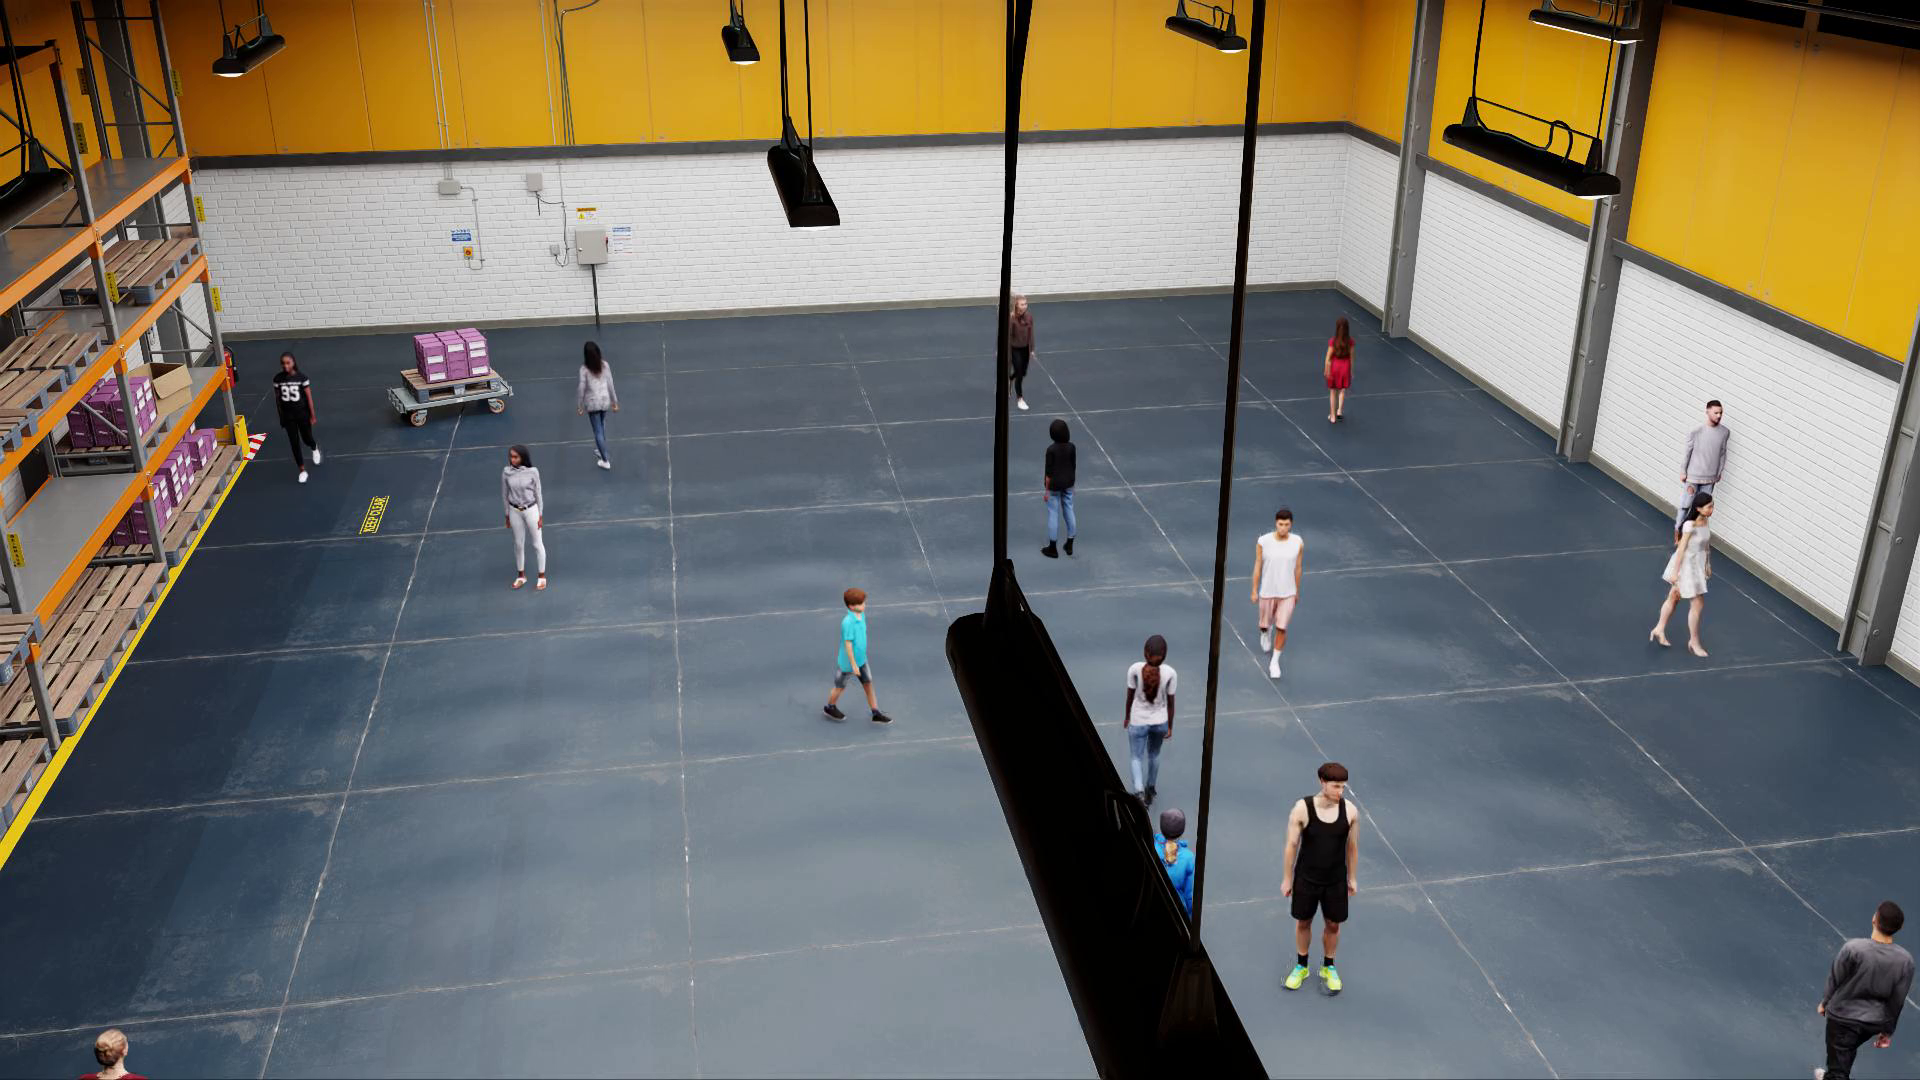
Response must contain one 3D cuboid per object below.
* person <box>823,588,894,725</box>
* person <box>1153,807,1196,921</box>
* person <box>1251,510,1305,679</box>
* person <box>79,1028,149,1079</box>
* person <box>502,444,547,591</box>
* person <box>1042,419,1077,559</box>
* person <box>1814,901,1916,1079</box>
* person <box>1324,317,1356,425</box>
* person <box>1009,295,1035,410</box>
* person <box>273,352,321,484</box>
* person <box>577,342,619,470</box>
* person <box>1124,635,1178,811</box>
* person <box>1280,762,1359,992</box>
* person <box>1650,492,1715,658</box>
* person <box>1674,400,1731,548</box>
[{"bbox_3d":[-1.094,1.121,15.936,0.966,1.418,0.928,14,27,29],"label":"person"},{"bbox_3d":[1.419,2.726,11.810,0.783,1.782,0.848,7,25,16],"label":"person"},{"bbox_3d":[3.243,0.486,16.953,0.834,1.767,1.074,3,24,6],"label":"person"},{"bbox_3d":[-4.940,3.659,9.839,0.692,1.652,1.060,-2,24,-4],"label":"person"},{"bbox_3d":[-4.904,-0.275,18.750,0.640,1.722,0.598,2,24,5],"label":"person"},{"bbox_3d":[1.177,-0.608,19.539,0.627,1.701,0.613,-10,26,-22],"label":"person"},{"bbox_3d":[5.857,3.181,10.839,0.865,1.727,1.234,3,24,7],"label":"person"},{"bbox_3d":[5.461,-2.417,23.878,0.613,1.540,0.667,0,24,0],"label":"person"},{"bbox_3d":[0.839,-2.810,24.595,0.866,1.685,1.074,-15,28,-31],"label":"person"},{"bbox_3d":[-8.721,-1.652,21.907,0.625,1.716,0.898,-3,24,-7],"label":"person"},{"bbox_3d":[-4.802,-1.784,22.220,0.894,1.709,0.996,-20,30,-38],"label":"person"},{"bbox_3d":[1.628,1.640,14.395,0.726,1.702,1.020,2,24,4],"label":"person"},{"bbox_3d":[2.664,2.466,12.269,0.772,1.891,0.698,4,24,8],"label":"person"},{"bbox_3d":[7.507,0.314,17.363,0.901,1.754,1.011,-21,31,-39],"label":"person"},{"bbox_3d":[8.832,-0.809,19.828,0.710,1.839,0.628,0,24,-1],"label":"person"}]
